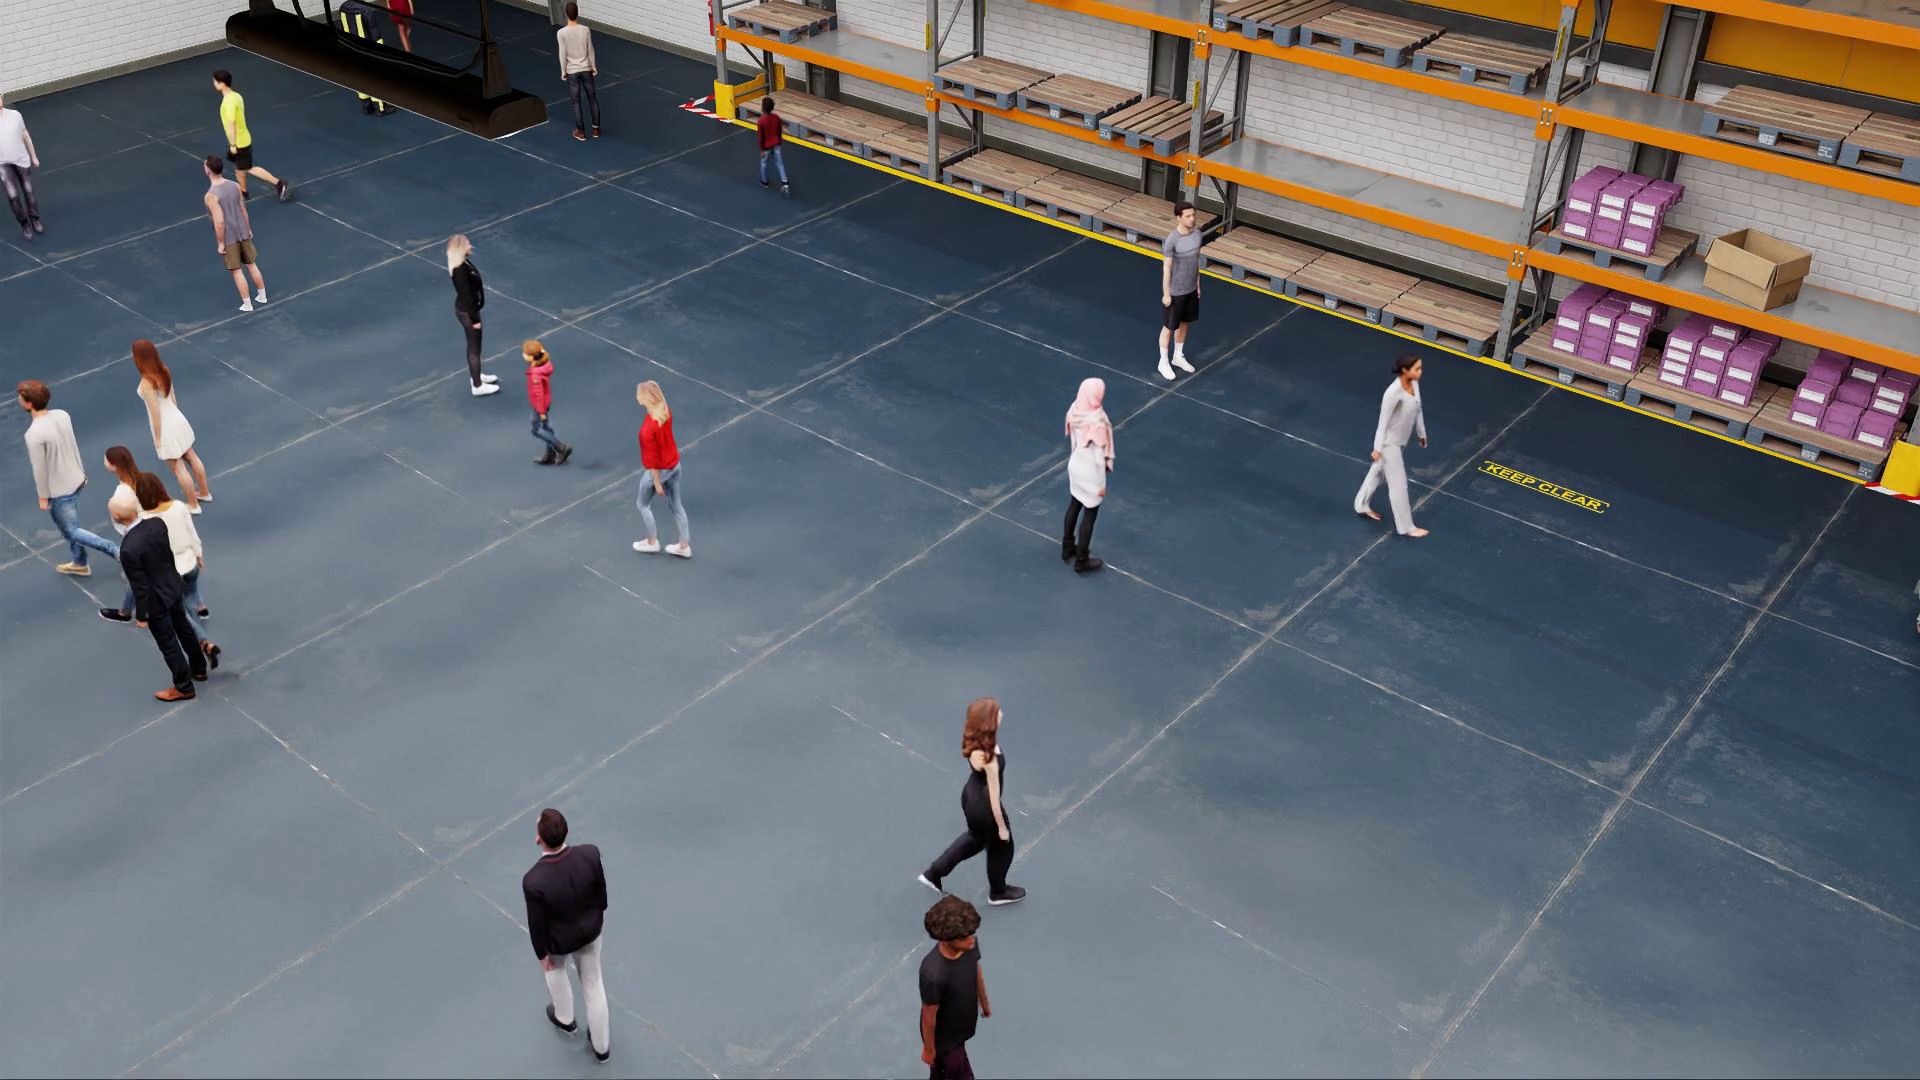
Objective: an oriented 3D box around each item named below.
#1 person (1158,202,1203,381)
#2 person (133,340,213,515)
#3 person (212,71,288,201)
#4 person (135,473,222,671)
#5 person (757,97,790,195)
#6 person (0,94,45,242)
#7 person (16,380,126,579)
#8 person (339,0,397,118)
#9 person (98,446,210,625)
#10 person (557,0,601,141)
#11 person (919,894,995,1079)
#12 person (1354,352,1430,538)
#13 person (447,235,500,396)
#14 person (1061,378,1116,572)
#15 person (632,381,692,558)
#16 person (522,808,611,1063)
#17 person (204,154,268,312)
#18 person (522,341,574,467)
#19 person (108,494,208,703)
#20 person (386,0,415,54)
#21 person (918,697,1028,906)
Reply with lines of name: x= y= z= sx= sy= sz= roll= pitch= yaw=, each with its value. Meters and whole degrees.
person: x=2.258 y=-2.598 z=17.103 sx=0.704 sy=1.871 sz=0.637 roll=-22 pitch=40 yaw=-30
person: x=-7.070 y=-1.016 z=14.869 sx=0.678 sy=1.710 sz=0.646 roll=3 pitch=34 yaw=5
person: x=-9.019 y=-5.068 z=20.988 sx=1.010 sy=1.685 sz=1.047 roll=-10 pitch=35 yaw=-14
person: x=-6.093 y=0.268 z=12.983 sx=0.942 sy=1.659 sz=0.646 roll=23 pitch=40 yaw=30
person: x=-2.399 y=-5.069 z=21.387 sx=0.681 sy=1.244 sz=0.921 roll=-18 pitch=38 yaw=-25
person: x=-11.503 y=-4.597 z=20.163 sx=0.774 sy=1.813 sz=0.836 roll=-22 pitch=39 yaw=-29
person: x=-7.405 y=-0.448 z=13.854 sx=1.153 sy=1.887 sz=1.045 roll=1 pitch=34 yaw=2
person: x=-8.506 y=-7.032 z=23.723 sx=0.703 sy=1.926 sz=0.913 roll=15 pitch=36 yaw=21
person: x=-6.454 y=-0.002 z=13.394 sx=1.152 sy=1.653 sz=1.044 roll=0 pitch=34 yaw=0
person: x=-5.254 y=-6.462 z=22.920 sx=0.734 sy=1.866 sz=0.698 roll=-16 pitch=37 yaw=-23
person: x=-0.121 y=2.649 z=9.303 sx=0.868 sy=1.766 sz=0.749 roll=16 pitch=37 yaw=22
person: x=3.751 y=-0.902 z=14.702 sx=1.007 sy=1.704 sz=0.681 roll=23 pitch=40 yaw=30
person: x=-4.968 y=-2.277 z=16.788 sx=0.751 sy=1.685 sz=0.636 roll=-12 pitch=36 yaw=-18
person: x=1.066 y=-0.561 z=14.103 sx=0.767 sy=1.800 sz=0.644 roll=-16 pitch=37 yaw=-23
person: x=-2.476 y=-0.575 z=14.226 sx=0.841 sy=1.686 sz=0.745 roll=14 pitch=36 yaw=20
person: x=-2.224 y=2.362 z=9.687 sx=0.799 sy=1.821 sz=0.896 roll=-18 pitch=38 yaw=-25
person: x=-8.066 y=-3.379 z=18.449 sx=0.651 sy=1.843 sz=0.688 roll=14 pitch=36 yaw=20
person: x=-3.870 y=-1.275 z=15.621 sx=0.743 sy=1.308 sz=0.677 roll=0 pitch=34 yaw=-1
person: x=-6.086 y=0.418 z=12.634 sx=0.781 sy=1.795 sz=0.775 roll=4 pitch=34 yaw=6
person: x=-8.804 y=-8.399 z=26.139 sx=0.844 sy=1.528 sz=1.092 roll=-14 pitch=36 yaw=-20
person: x=0.081 y=1.727 z=10.725 sx=0.964 sy=1.728 sz=0.993 roll=-10 pitch=35 yaw=-14
